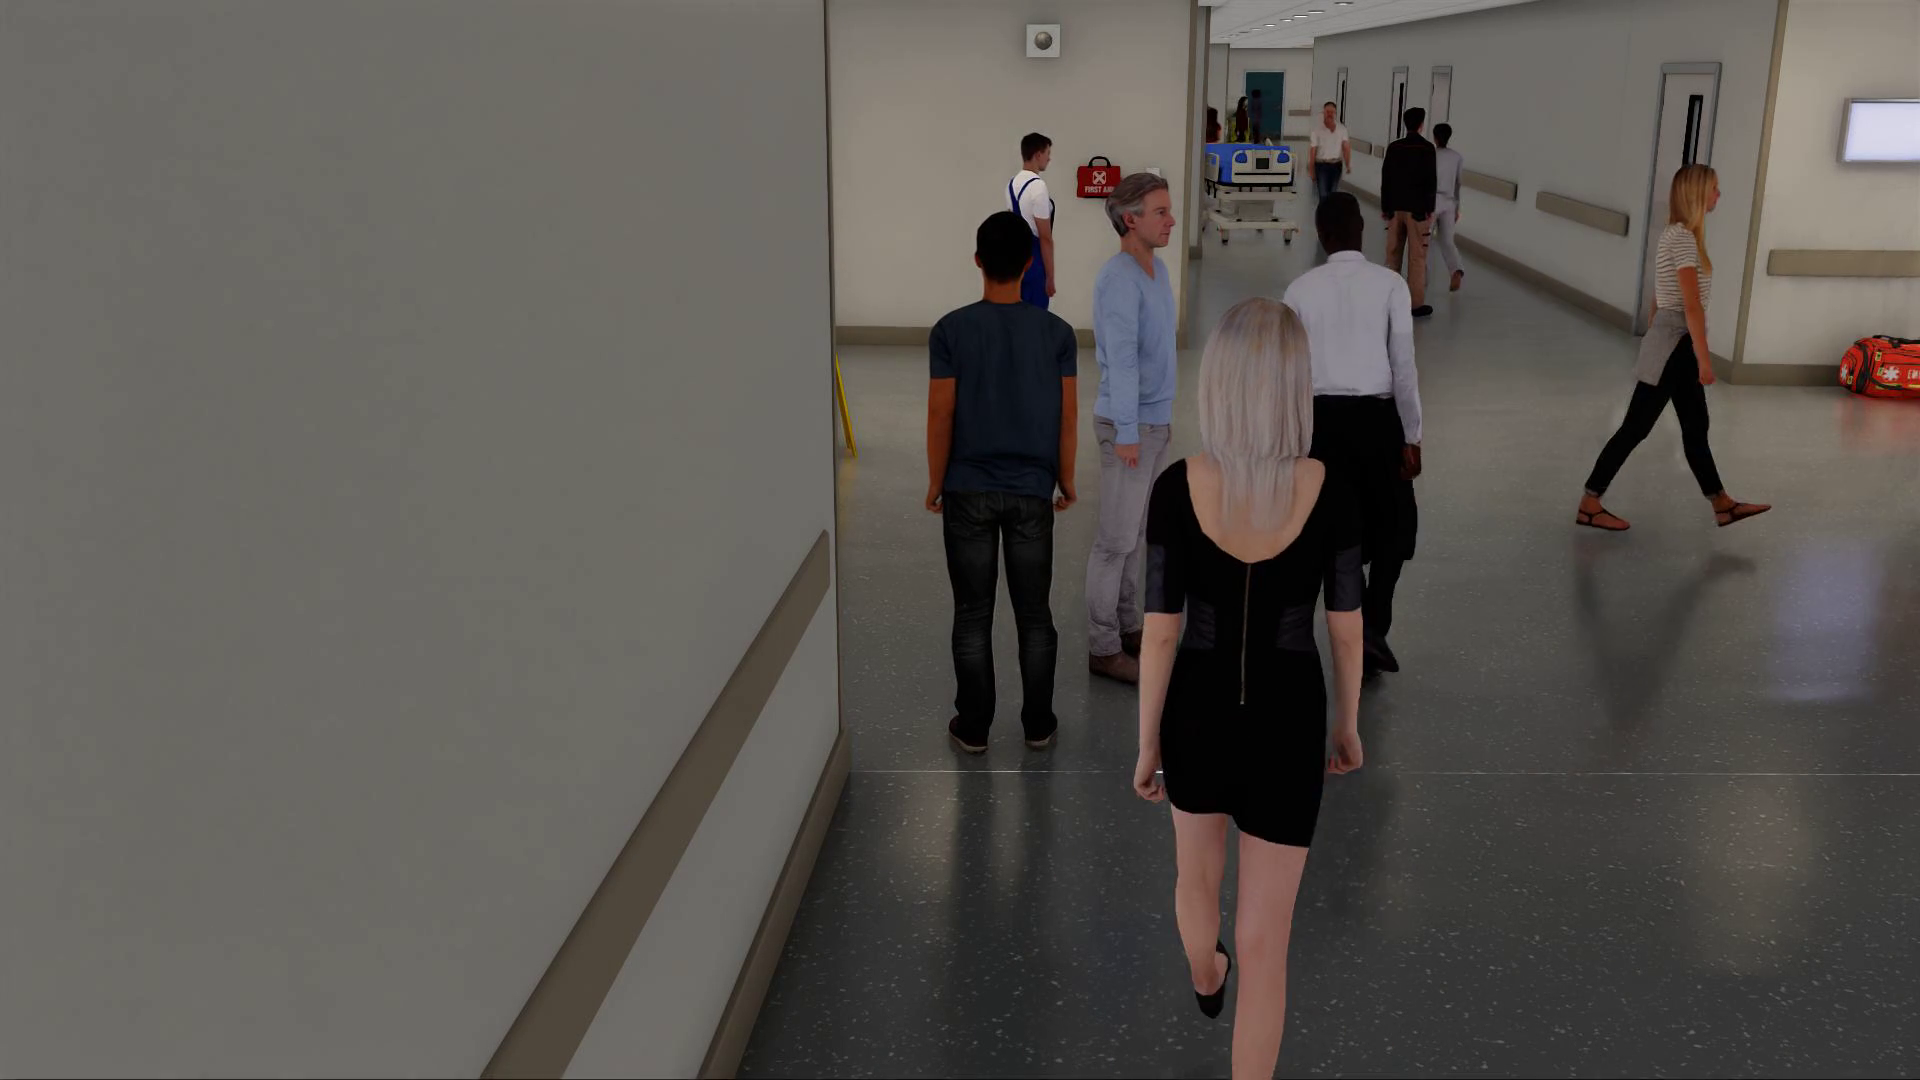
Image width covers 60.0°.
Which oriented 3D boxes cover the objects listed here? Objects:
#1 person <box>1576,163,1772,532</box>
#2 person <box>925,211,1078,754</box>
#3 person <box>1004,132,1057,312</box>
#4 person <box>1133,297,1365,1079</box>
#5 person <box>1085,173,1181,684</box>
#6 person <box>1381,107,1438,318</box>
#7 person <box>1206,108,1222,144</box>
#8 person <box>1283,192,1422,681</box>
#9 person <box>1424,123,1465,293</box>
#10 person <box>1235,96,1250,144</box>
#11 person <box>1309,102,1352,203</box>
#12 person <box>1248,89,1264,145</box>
[{"bbox_3d":[3.344,-0.874,8.079,1.180,1.777,0.769,4,16,14],"label":"person"},{"bbox_3d":[0.136,-0.176,5.543,0.547,1.809,0.766,-2,16,-7],"label":"person"},{"bbox_3d":[0.476,-1.884,11.527,0.754,1.851,0.721,-9,18,-30],"label":"person"},{"bbox_3d":[0.564,0.469,3.305,1.115,1.783,0.765,3,16,11],"label":"person"},{"bbox_3d":[0.654,-0.427,6.278,0.685,1.893,0.733,6,17,22],"label":"person"},{"bbox_3d":[4.216,-3.083,15.643,0.755,1.925,0.854,13,20,38],"label":"person"},{"bbox_3d":[4.890,-7.649,32.543,0.834,1.534,0.690,5,16,16],"label":"person"},{"bbox_3d":[1.401,-0.336,6.118,0.804,1.806,0.881,9,18,30],"label":"person"},{"bbox_3d":[4.967,-3.399,17.149,1.064,1.714,0.877,-3,16,-10],"label":"person"},{"bbox_3d":[6.782,-9.973,40.618,0.969,1.634,0.768,7,17,23],"label":"person"},{"bbox_3d":[5.084,-5.095,23.023,1.218,1.792,0.838,-1,16,-2],"label":"person"},{"bbox_3d":[9.220,-13.127,51.687,0.652,1.697,0.742,-5,17,-19],"label":"person"}]
